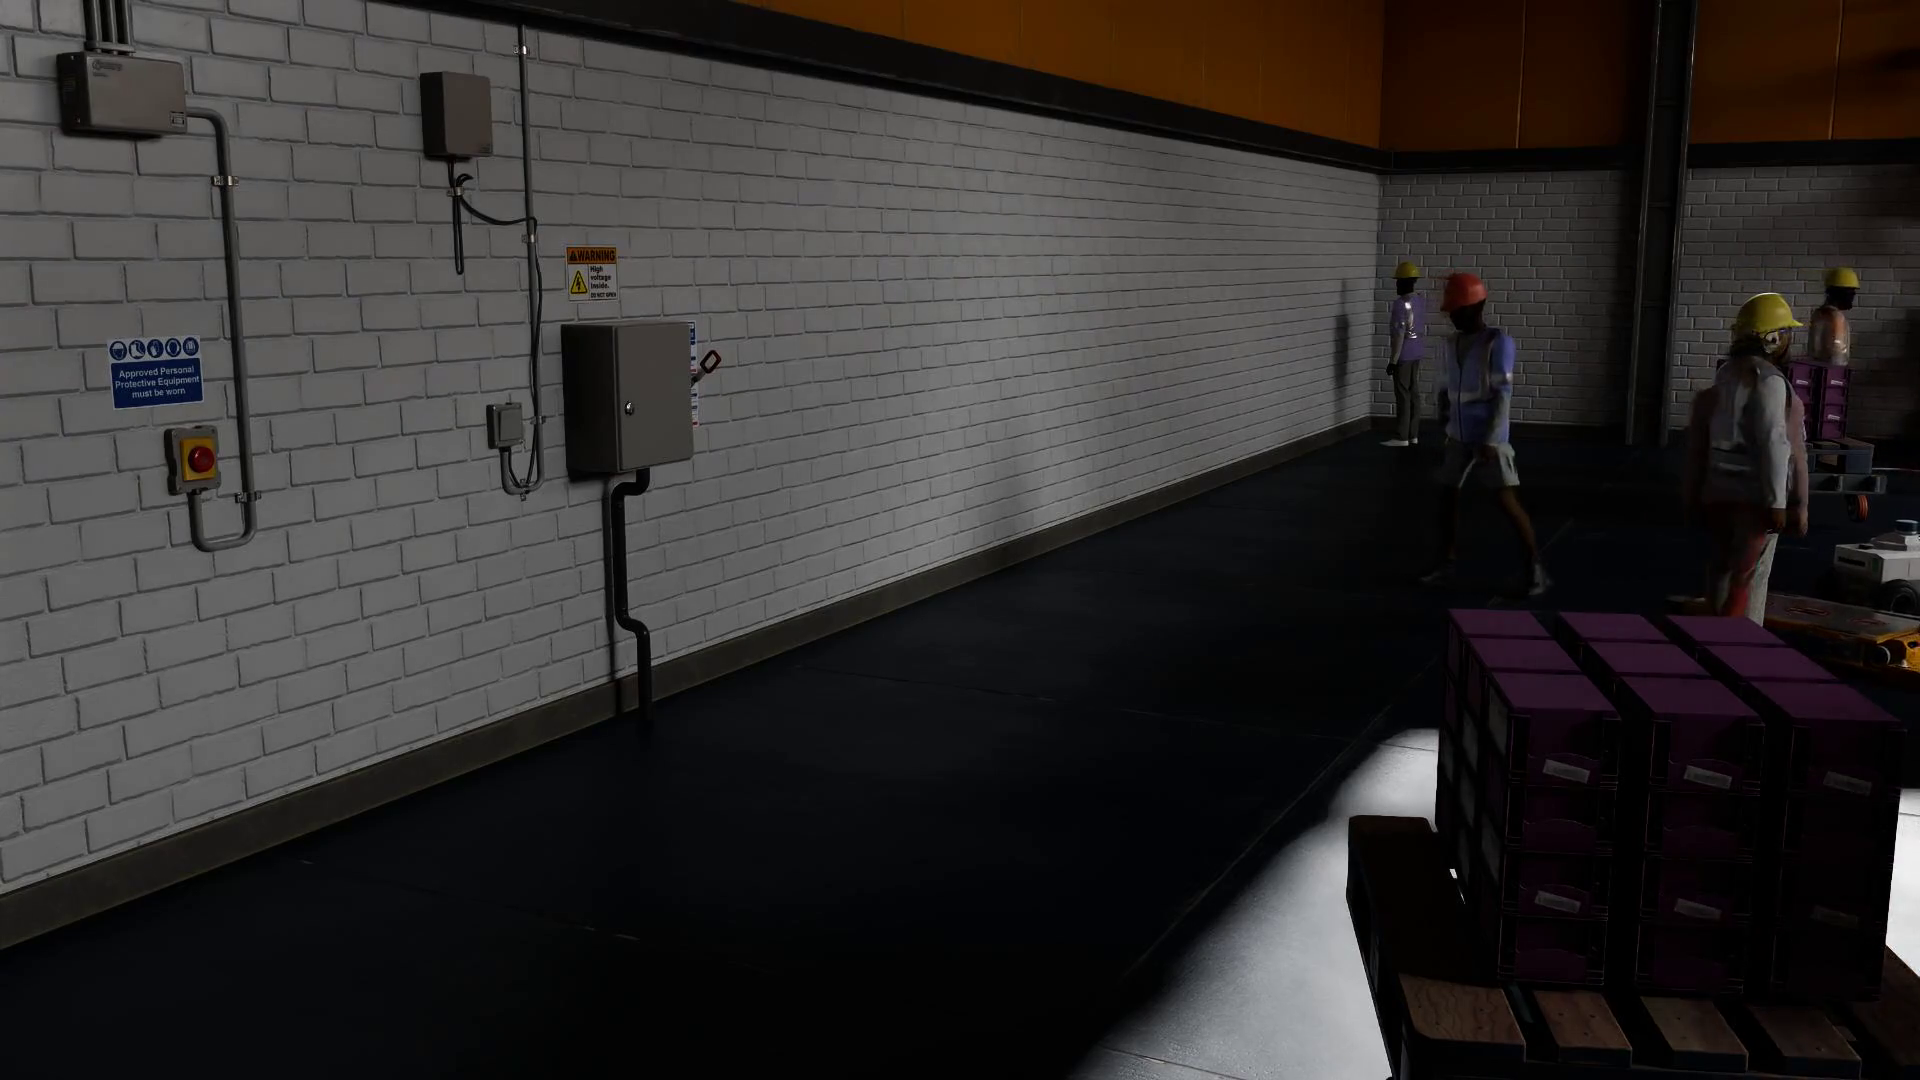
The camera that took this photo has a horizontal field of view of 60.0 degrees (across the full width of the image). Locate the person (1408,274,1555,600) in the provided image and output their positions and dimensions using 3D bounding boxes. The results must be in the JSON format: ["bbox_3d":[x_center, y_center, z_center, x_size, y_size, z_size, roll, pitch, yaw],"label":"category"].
[{"bbox_3d":[3.107,-0.611,9.857,0.570,1.897,0.778,-5,11,-27],"label":"person"}]

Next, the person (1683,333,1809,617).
[{"bbox_3d":[3.741,-0.190,7.914,0.804,1.727,0.543,-7,12,-34],"label":"person"}]

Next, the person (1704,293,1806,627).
[{"bbox_3d":[3.760,-0.243,7.873,0.404,1.837,0.590,0,10,0],"label":"person"}]

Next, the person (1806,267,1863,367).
[{"bbox_3d":[7.224,-1.335,13.991,0.648,1.909,0.594,3,10,18],"label":"person"}]

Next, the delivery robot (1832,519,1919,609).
[{"bbox_3d":[5.183,0.131,9.144,0.707,0.478,0.477,-3,10,-16],"label":"delivery robot"}]

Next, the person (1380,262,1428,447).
[{"bbox_3d":[4.647,-1.931,17.379,0.362,1.928,0.587,8,13,40],"label":"person"}]

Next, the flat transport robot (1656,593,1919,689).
[{"bbox_3d":[4.314,0.463,8.312,0.652,0.197,1.431,-6,11,-31],"label":"flat transport robot"}]
